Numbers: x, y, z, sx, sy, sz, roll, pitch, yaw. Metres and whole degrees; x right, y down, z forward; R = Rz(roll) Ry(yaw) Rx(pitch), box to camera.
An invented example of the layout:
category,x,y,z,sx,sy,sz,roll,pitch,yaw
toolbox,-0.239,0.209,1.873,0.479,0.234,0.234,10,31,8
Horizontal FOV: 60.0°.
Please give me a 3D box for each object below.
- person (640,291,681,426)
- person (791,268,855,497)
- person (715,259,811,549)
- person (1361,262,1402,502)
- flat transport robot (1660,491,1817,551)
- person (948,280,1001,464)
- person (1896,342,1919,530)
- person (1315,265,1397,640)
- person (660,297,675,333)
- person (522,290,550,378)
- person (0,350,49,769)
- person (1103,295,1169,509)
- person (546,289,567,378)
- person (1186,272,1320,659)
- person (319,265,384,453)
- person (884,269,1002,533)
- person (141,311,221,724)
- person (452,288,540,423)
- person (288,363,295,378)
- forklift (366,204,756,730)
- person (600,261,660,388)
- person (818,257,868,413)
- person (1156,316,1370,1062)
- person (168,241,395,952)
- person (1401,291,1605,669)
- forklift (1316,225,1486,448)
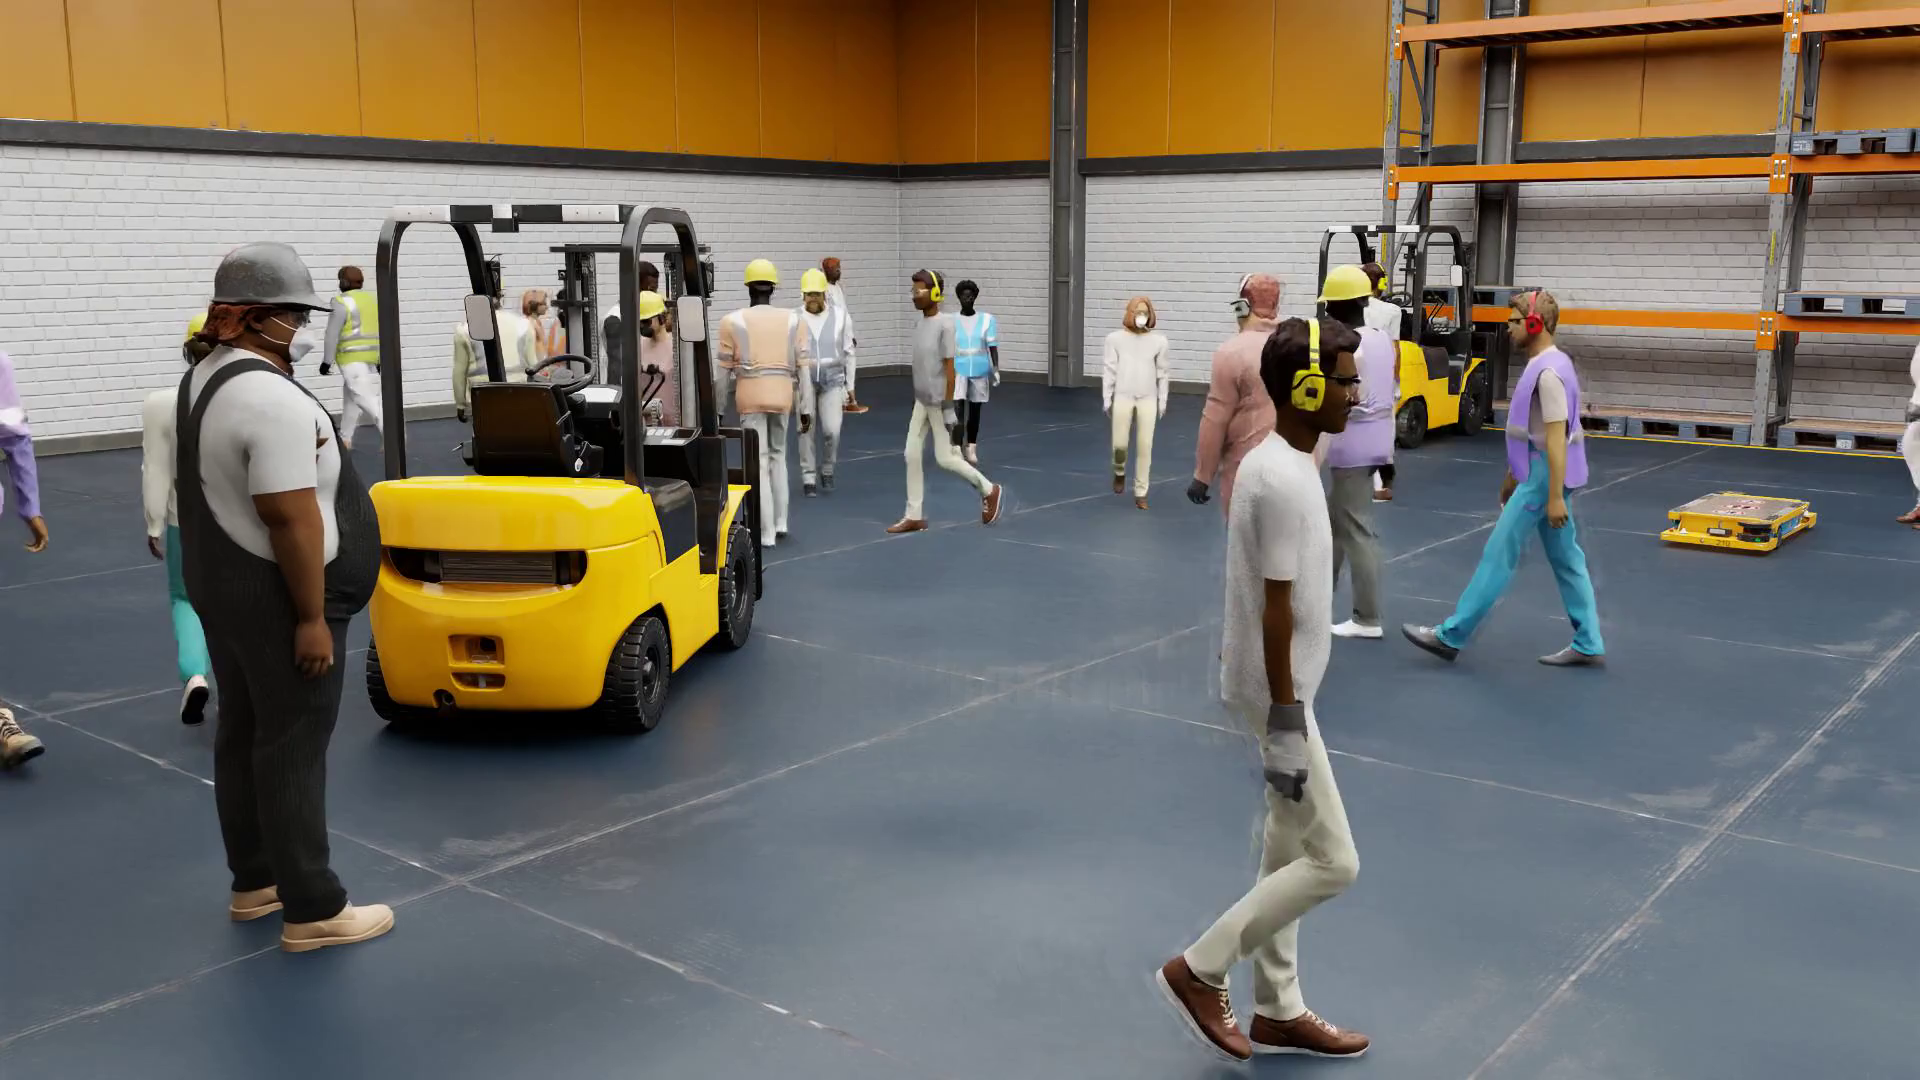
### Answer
category,x,y,z,sx,sy,sz,roll,pitch,yaw
person,-1.898,-0.714,10.560,0.621,1.707,0.872,6,12,32
person,-1.137,-1.233,13.151,0.618,1.813,0.426,-1,10,-7
person,-1.336,-0.910,11.122,0.601,1.900,0.665,-5,11,-26
person,3.179,-1.225,12.978,0.530,1.864,0.313,4,11,21
flat transport robot,5.356,-0.143,11.397,0.652,0.197,1.431,8,13,38
person,0.094,-1.486,14.956,0.547,1.665,0.771,-2,10,-8
person,6.834,-0.994,11.649,0.560,1.885,0.684,6,12,29
person,1.911,-0.452,8.593,0.764,1.900,0.621,8,13,38
person,-2.299,-1.004,12.435,0.373,1.610,0.527,-2,10,-11
person,-3.845,-1.444,14.905,0.839,1.601,0.517,-3,11,-17
person,-3.942,-0.104,6.481,1.085,1.969,0.610,8,13,37
person,1.339,-1.063,12.733,0.512,1.619,0.501,0,10,0
person,-3.098,-1.157,13.155,0.319,1.669,0.642,-8,13,-39
person,1.389,-0.321,7.922,0.638,1.885,0.455,-9,14,-41
person,-5.767,-1.737,16.008,0.942,1.811,0.625,3,11,16
person,-0.123,-0.966,11.634,0.817,1.839,0.524,-6,12,-30
person,-3.092,-0.074,6.925,0.540,1.747,0.462,-5,11,-27
person,-3.418,-1.045,12.207,0.602,1.775,0.936,-6,12,-30
person,-6.234,-1.589,14.682,0.529,1.969,0.636,4,11,22
forklift,-1.766,-0.406,7.525,1.214,2.155,2.313,1,10,7
person,-2.272,-0.947,11.373,0.519,1.891,0.663,4,11,22
person,-1.558,-2.429,19.733,0.971,1.846,0.587,4,11,19
person,0.788,0.392,4.042,0.433,1.851,0.560,2,10,9
person,-1.965,0.152,4.859,0.536,2.000,0.682,-10,14,-43
person,2.650,-0.275,7.911,0.974,1.784,0.566,4,11,20
forklift,4.449,-2.115,16.993,1.214,2.155,2.313,8,13,38
